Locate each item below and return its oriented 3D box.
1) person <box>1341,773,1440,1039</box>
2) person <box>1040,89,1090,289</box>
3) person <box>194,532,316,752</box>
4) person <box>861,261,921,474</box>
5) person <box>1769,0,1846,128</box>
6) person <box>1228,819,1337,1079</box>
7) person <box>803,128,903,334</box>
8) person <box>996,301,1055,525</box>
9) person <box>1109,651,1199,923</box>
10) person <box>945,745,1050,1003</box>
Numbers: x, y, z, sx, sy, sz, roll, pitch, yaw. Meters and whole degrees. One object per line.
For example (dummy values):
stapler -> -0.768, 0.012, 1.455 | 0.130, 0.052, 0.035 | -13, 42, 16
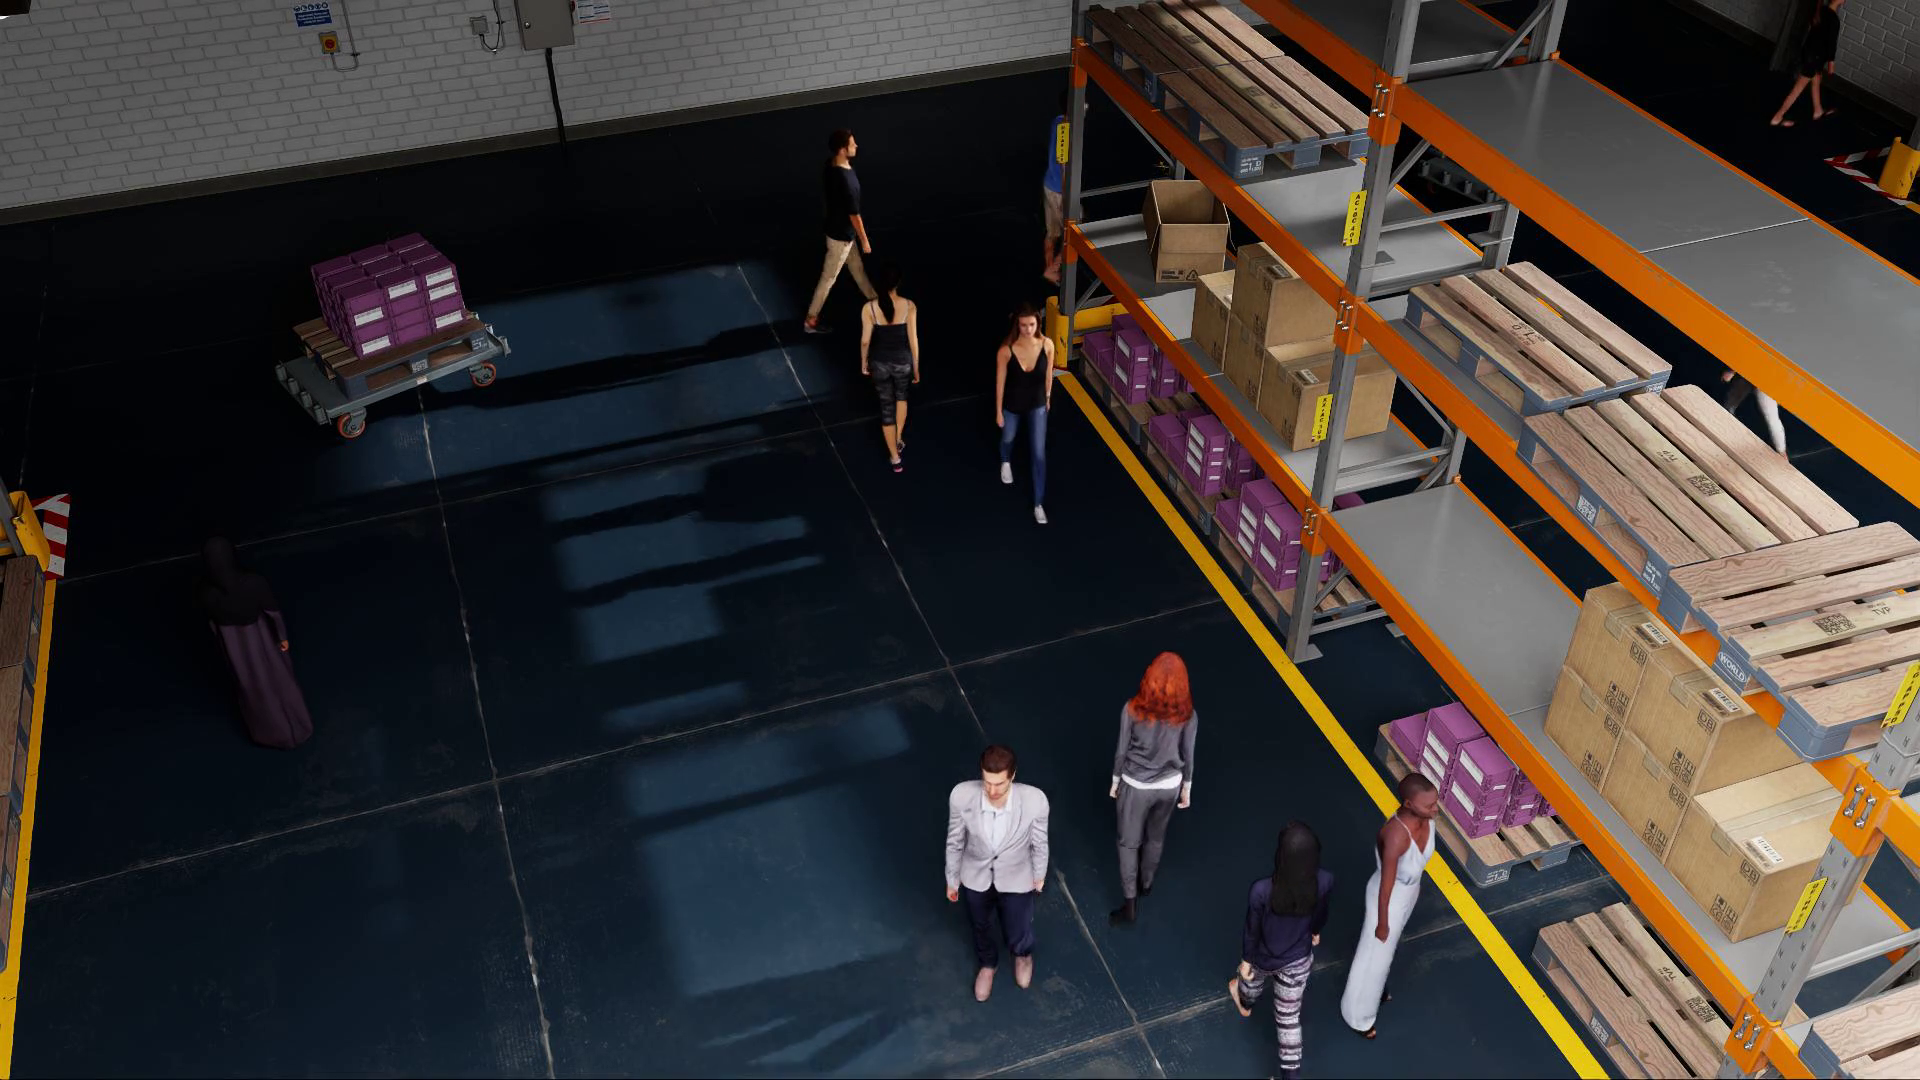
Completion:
person -> 2.189, 1.826, 8.481 | 0.653, 1.785, 0.633 | 23, 44, 26
person -> 0.803, -3.060, 14.547 | 0.726, 1.849, 0.626 | -9, 39, -11
person -> -4.339, 0.615, 10.133 | 0.617, 1.616, 0.627 | -9, 39, -11
person -> -0.506, -1.227, 12.360 | 0.658, 1.714, 0.704 | -5, 39, -6
person -> 8.786, -5.008, 17.246 | 0.833, 1.525, 0.968 | 0, 39, 0
person -> 1.610, 2.087, 8.225 | 0.752, 1.696, 1.129 | -6, 39, -7
person -> -1.089, -2.535, 13.924 | 0.733, 1.806, 1.082 | -12, 40, -14
person -> 0.441, -1.019, 12.135 | 0.744, 1.671, 1.143 | -5, 39, -6
person -> 1.039, 1.406, 9.046 | 0.783, 1.736, 0.938 | 0, 39, 0
person -> 0.211, 1.663, 8.642 | 0.802, 1.839, 0.837 | 9, 39, 11
